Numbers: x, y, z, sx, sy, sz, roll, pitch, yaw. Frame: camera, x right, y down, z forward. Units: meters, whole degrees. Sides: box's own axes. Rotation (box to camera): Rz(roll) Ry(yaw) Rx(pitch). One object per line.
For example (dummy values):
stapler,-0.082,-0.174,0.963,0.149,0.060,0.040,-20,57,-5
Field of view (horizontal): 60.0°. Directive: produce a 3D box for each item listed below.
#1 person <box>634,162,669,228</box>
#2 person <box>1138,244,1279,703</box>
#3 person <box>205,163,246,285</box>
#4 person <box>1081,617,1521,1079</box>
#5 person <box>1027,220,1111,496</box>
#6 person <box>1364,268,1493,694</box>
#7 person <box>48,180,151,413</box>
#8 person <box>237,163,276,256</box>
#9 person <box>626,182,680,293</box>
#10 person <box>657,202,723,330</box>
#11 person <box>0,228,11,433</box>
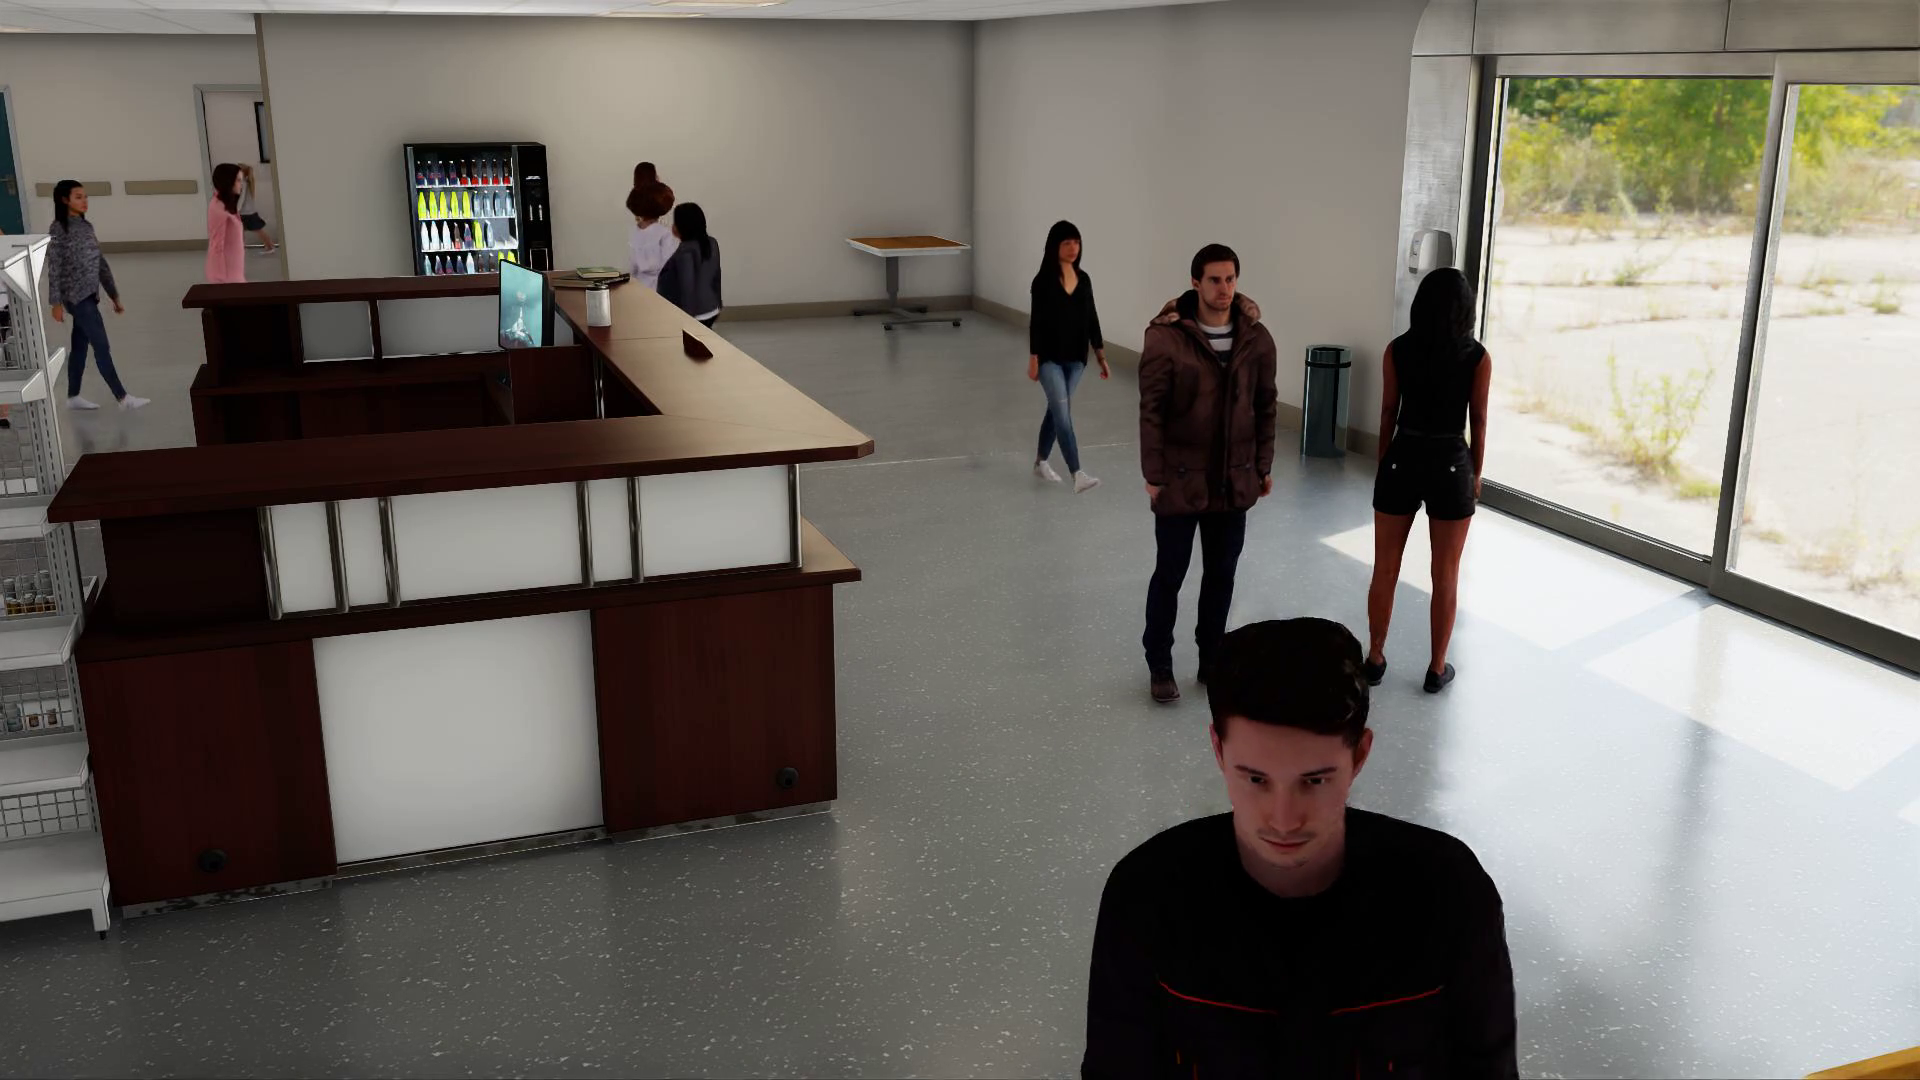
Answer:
person,-2.720,-2.459,14.688,0.507,1.729,0.575,-6,17,-21
person,0.980,-0.272,6.710,0.619,1.848,0.826,-4,16,-14
person,-5.846,-2.078,13.231,0.631,1.786,0.659,-4,16,-15
person,0.456,0.967,2.210,0.783,1.905,0.888,1,16,4
person,0.571,-1.099,10.079,0.992,1.612,0.773,-10,18,-31
person,1.903,-0.237,6.787,0.650,1.739,0.714,7,17,23
person,-6.588,-1.779,12.317,1.101,1.705,0.930,2,16,8
person,-9.723,-4.511,22.855,0.905,1.239,0.532,-7,17,-23
person,-2.336,-1.786,12.387,1.011,1.682,1.134,10,19,33
person,-1.885,-1.639,12.038,0.900,1.588,0.871,6,17,20
person,-6.776,-1.577,11.556,1.175,1.730,0.979,-13,21,-40
